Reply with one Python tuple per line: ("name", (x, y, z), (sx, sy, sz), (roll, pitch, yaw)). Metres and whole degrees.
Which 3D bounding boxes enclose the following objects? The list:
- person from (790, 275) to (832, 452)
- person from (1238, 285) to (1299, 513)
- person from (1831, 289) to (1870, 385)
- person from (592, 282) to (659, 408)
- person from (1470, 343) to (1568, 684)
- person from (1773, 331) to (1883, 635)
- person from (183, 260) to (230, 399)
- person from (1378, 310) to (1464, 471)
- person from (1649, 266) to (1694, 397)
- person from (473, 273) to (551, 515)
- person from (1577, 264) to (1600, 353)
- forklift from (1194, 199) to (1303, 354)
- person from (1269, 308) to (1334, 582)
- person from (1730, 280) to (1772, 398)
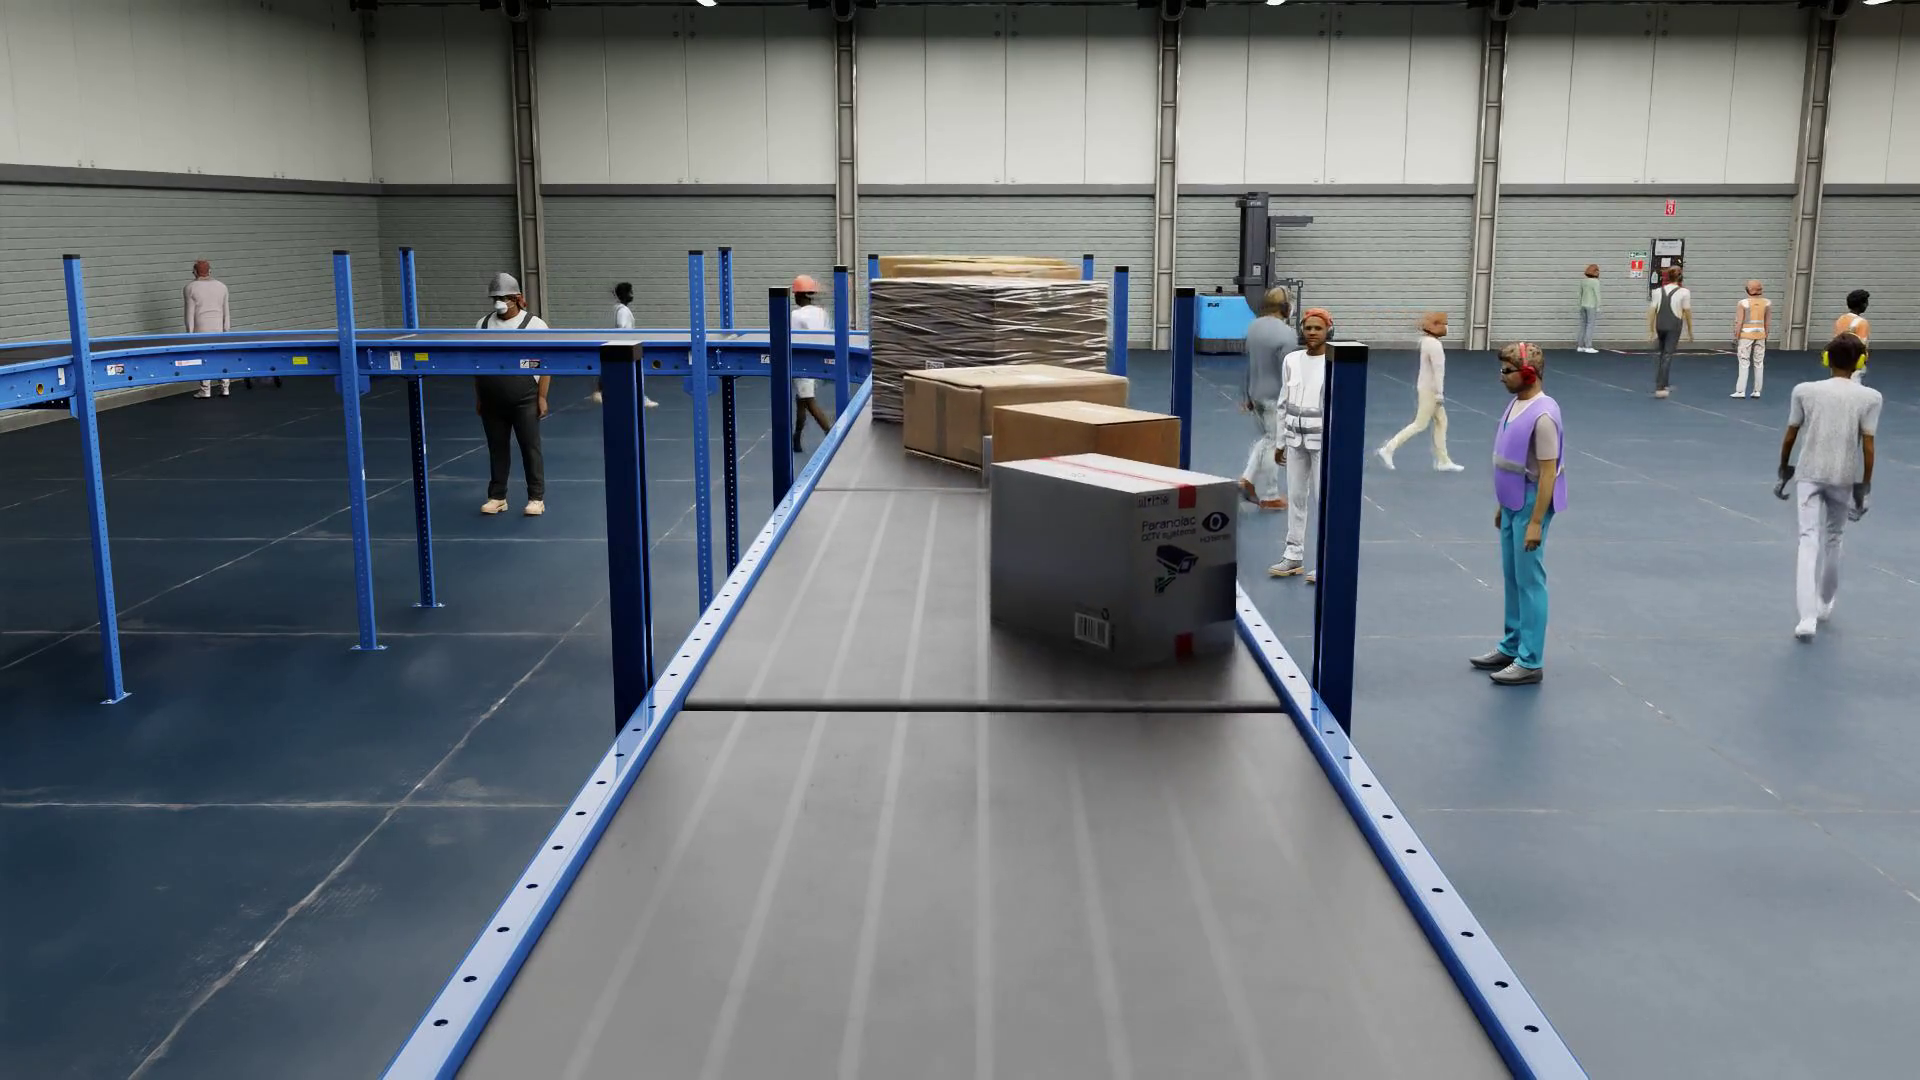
("person", (-1.581, -1.847, 17.608), (0.937, 1.905, 0.558), (8, 14, 36))
("person", (2.671, -1.195, 14.160), (0.440, 1.927, 0.653), (-5, 12, -24))
("person", (10.064, -1.982, 18.818), (0.317, 1.692, 0.540), (0, 11, -1))
("person", (-4.454, -2.563, 21.877), (0.826, 1.662, 0.533), (-3, 11, -16))
("person", (3.066, -0.148, 9.011), (0.395, 1.837, 0.563), (0, 11, 2))
("person", (5.263, -0.355, 10.131), (0.536, 1.824, 0.969), (5, 12, 25))
("person", (-10.474, -2.927, 23.113), (0.408, 1.906, 0.653), (8, 13, 35))
("person", (4.583, -1.470, 16.427), (0.801, 1.598, 0.503), (1, 11, 6))
("person", (10.004, -2.922, 23.330), (0.838, 1.813, 0.510), (-8, 14, -36))
("person", (-3.809, -1.208, 14.043), (0.689, 2.000, 0.539), (2, 11, 10))
("person", (11.677, -4.296, 30.849), (0.265, 1.632, 0.505), (-4, 12, -17))
("forklift", (5.313, -4.851, 30.603), (1.873, 2.768, 1.129), (0, 11, 1))
("person", (2.429, -0.657, 11.506), (0.345, 1.883, 0.584), (-11, 15, -43))
("person", (10.962, -2.781, 23.053), (0.514, 1.639, 0.310), (-1, 11, -6))
